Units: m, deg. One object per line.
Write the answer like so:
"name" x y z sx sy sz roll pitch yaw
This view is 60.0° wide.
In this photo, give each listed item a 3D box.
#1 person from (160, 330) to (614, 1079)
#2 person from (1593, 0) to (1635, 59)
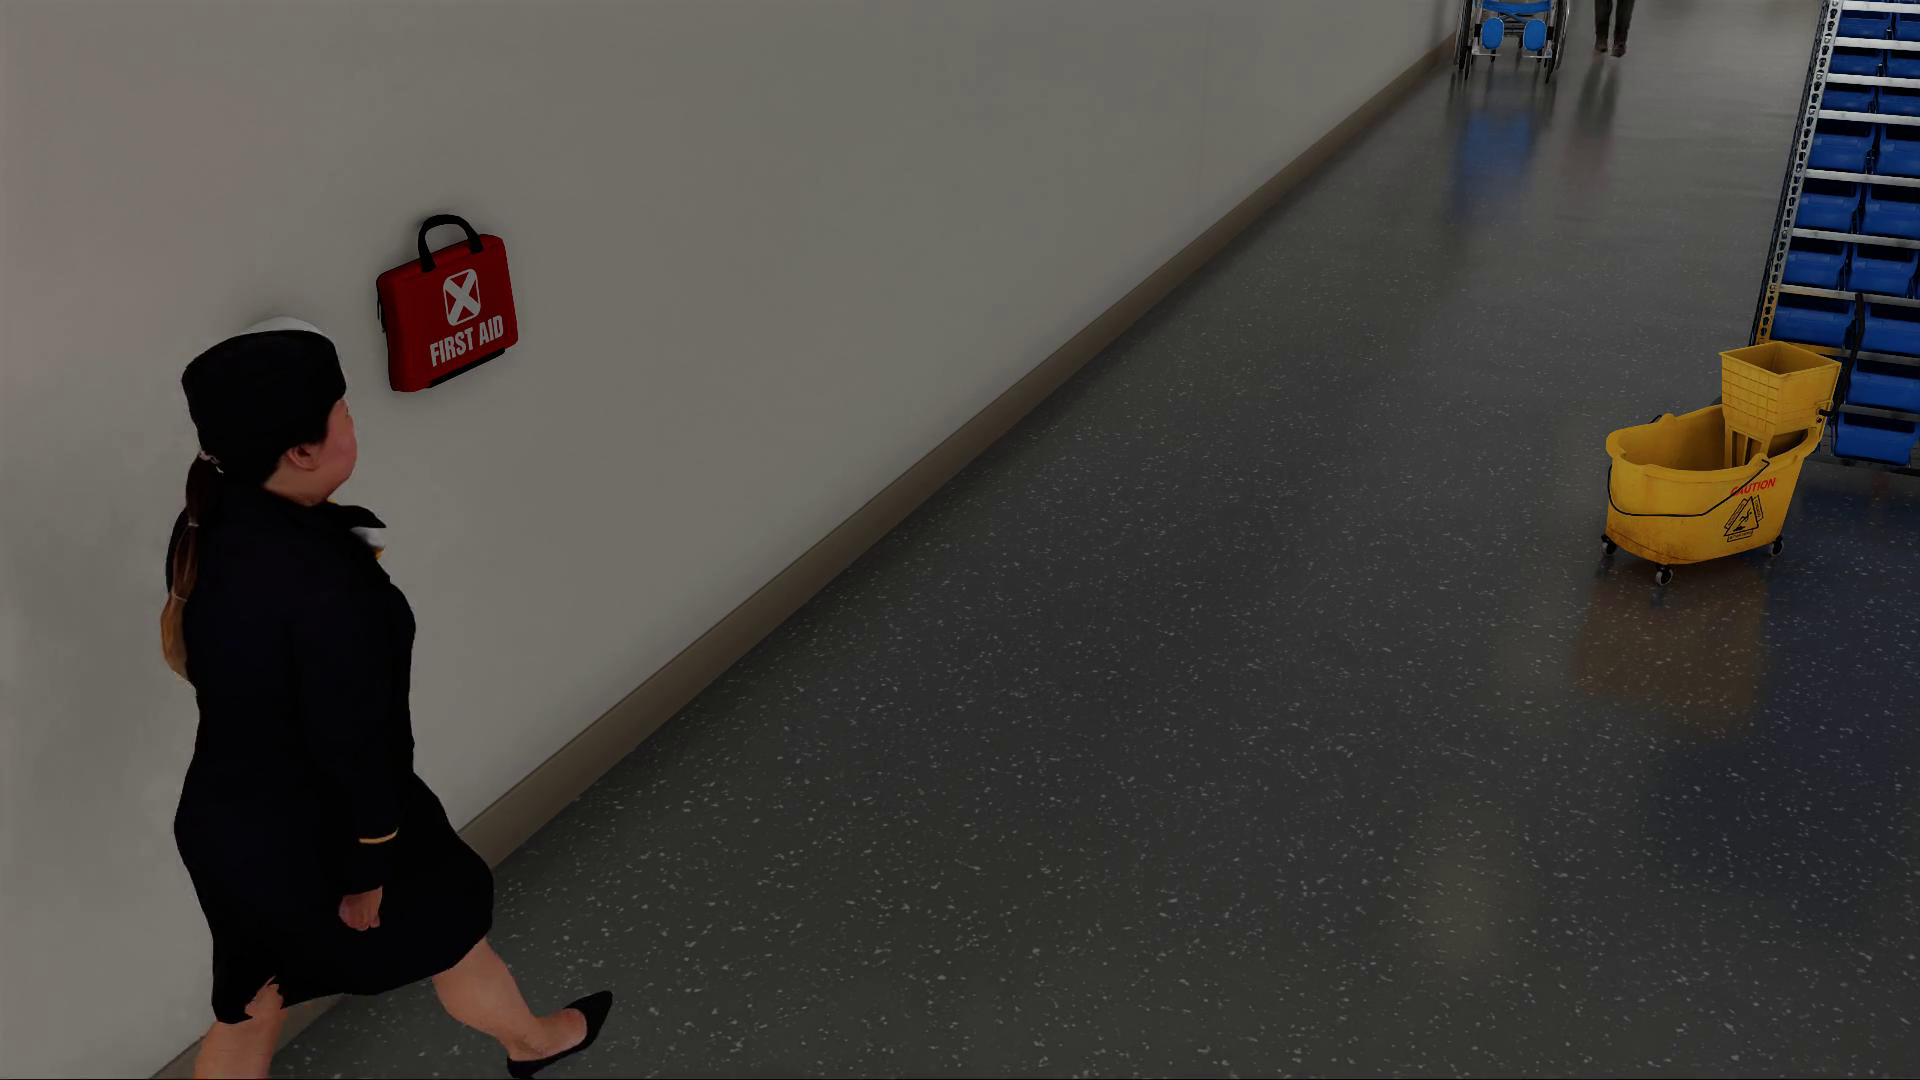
"person" -1.134 0.514 2.728 1.102 1.620 0.923 19 32 35
"person" 5.533 -4.916 13.989 0.996 1.620 0.720 8 27 15
